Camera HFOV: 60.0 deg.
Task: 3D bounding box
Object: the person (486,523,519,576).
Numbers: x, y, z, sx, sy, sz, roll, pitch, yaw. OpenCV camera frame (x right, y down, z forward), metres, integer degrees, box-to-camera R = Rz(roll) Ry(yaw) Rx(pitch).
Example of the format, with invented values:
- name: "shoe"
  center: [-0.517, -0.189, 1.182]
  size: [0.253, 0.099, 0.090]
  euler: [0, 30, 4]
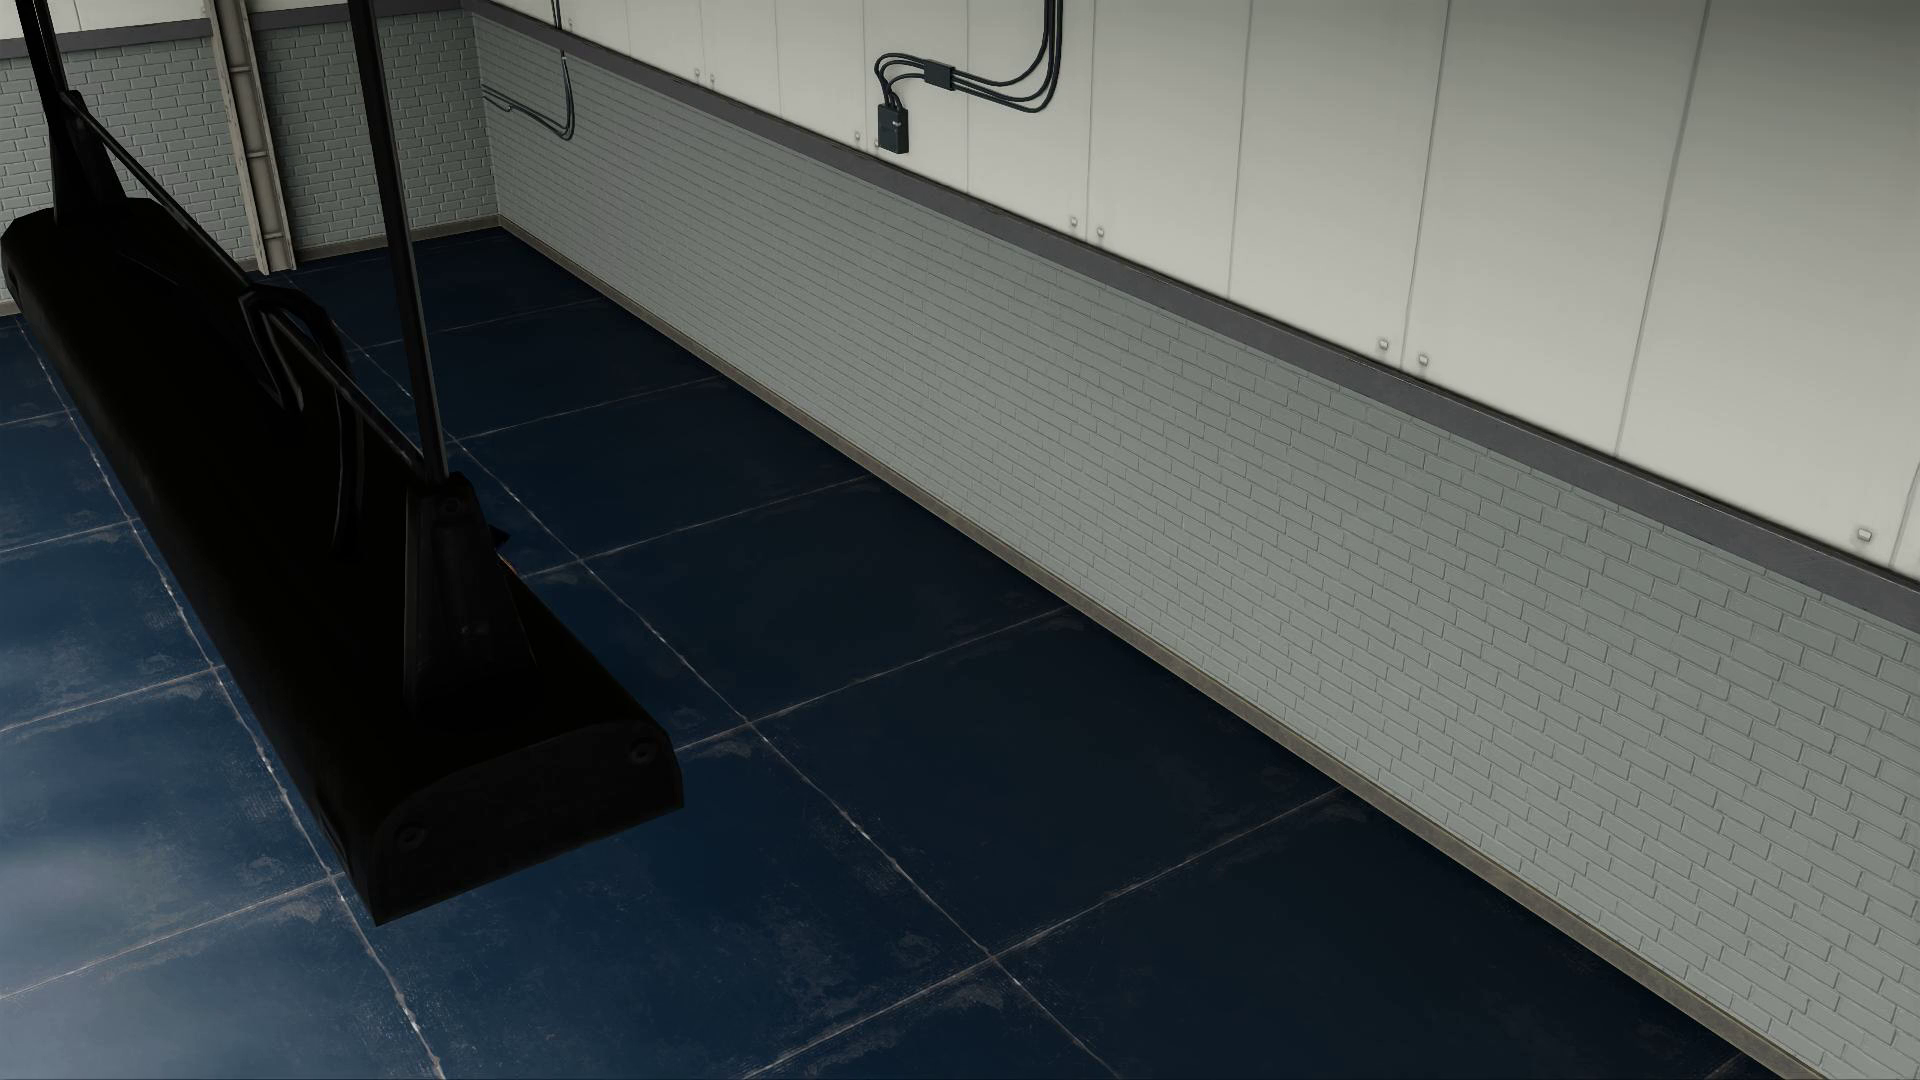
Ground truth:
- name: "person"
  center: [-3.095, 0.638, 11.482]
  size: [0.758, 1.746, 0.723]
  euler: [-24, 36, -37]
